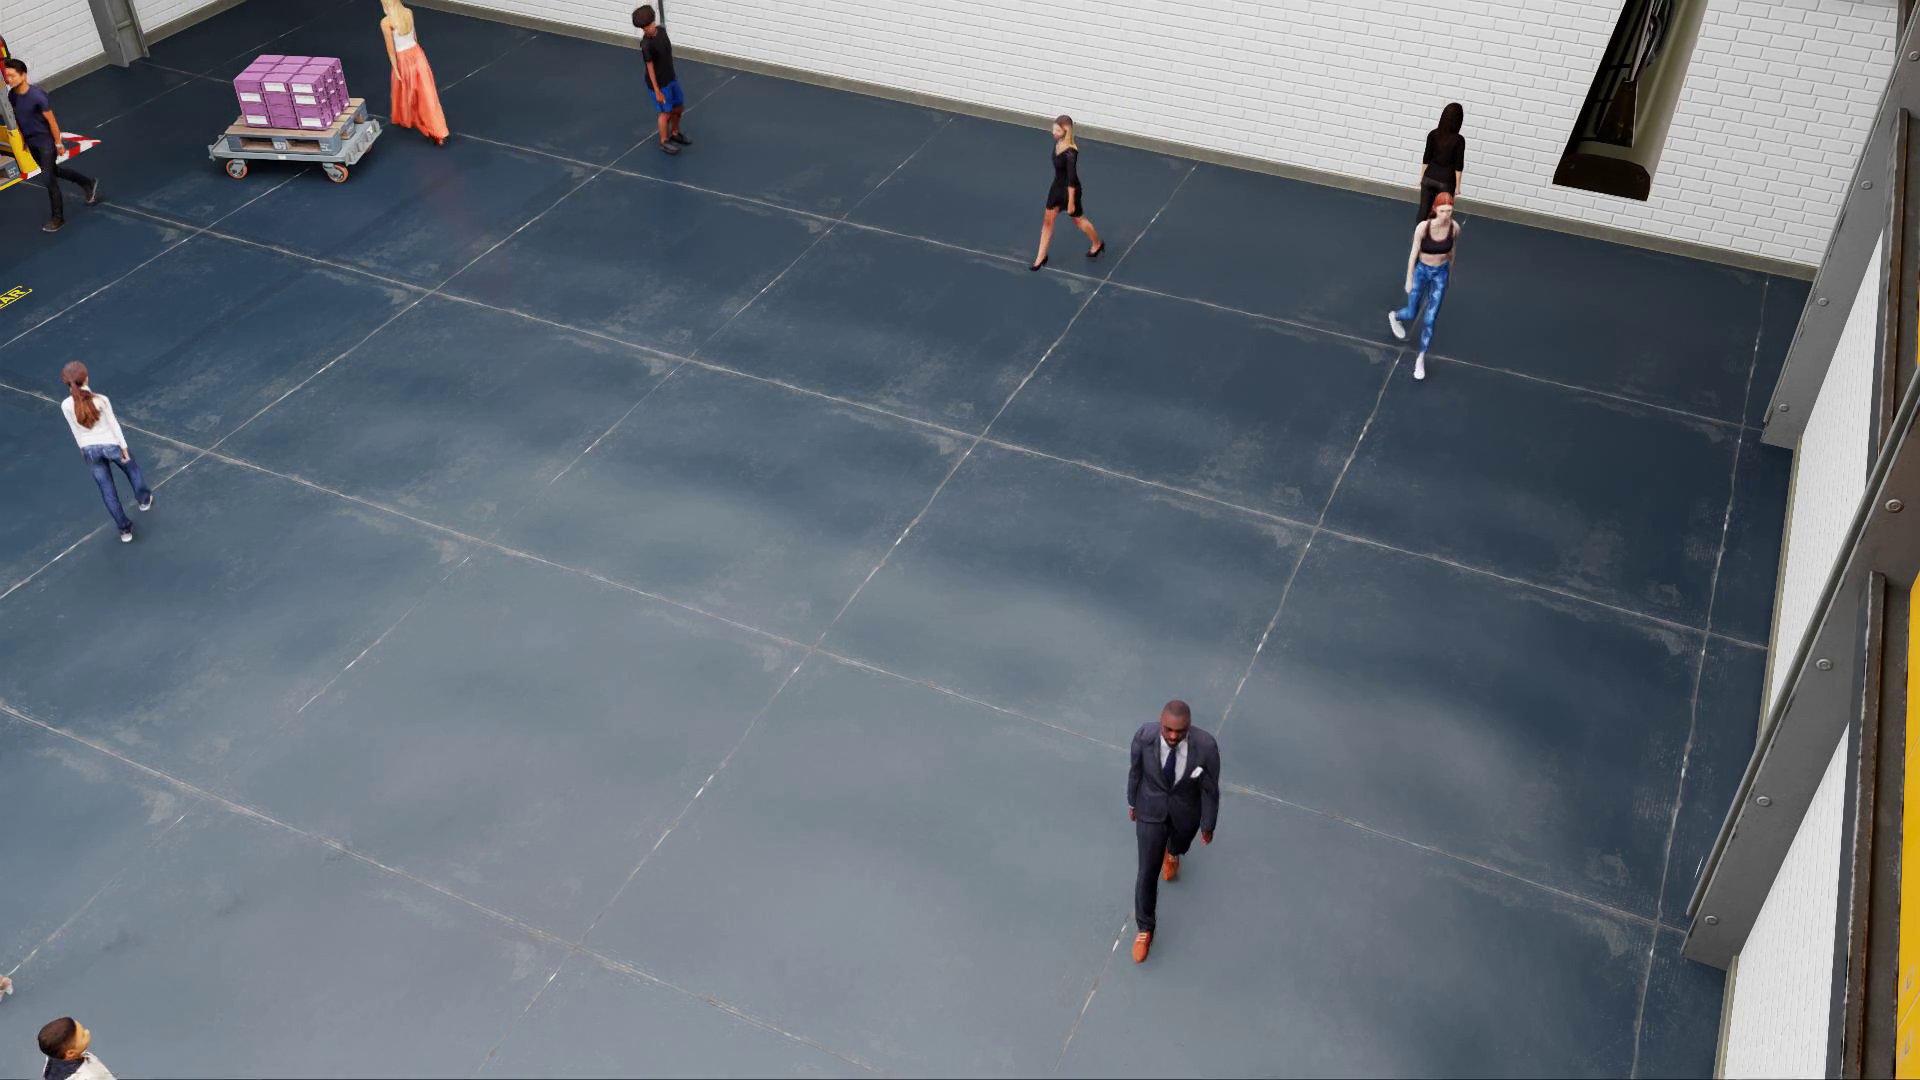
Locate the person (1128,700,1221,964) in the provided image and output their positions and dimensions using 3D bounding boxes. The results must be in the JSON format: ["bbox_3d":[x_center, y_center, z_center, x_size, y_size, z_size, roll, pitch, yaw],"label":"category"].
[{"bbox_3d":[1.262,1.575,9.942,0.902,1.803,1.257,6,39,7],"label":"person"}]

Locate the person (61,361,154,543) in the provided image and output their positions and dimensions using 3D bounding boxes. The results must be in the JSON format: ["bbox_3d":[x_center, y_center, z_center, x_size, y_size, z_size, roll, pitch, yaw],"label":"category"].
[{"bbox_3d":[-6.684,-0.653,12.944,0.843,1.538,0.896,-14,41,-17],"label":"person"}]

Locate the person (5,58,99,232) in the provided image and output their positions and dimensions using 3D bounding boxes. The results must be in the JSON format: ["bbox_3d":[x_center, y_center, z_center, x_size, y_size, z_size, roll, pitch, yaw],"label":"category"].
[{"bbox_3d":[-9.382,-4.118,17.099,0.635,1.768,1.061,15,41,18],"label":"person"}]

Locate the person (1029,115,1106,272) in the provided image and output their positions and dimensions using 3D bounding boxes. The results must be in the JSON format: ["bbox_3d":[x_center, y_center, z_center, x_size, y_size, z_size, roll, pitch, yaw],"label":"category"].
[{"bbox_3d":[1.125,-3.400,16.312,1.130,1.628,1.036,-12,40,-14],"label":"person"}]

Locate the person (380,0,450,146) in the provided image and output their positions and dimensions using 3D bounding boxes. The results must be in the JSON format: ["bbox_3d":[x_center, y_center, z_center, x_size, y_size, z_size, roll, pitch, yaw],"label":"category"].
[{"bbox_3d":[-6.060,-5.234,18.504,0.956,1.758,1.205,31,48,33],"label":"person"}]

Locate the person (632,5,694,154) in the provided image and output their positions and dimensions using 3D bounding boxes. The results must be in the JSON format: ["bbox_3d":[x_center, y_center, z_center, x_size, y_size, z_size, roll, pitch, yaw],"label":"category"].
[{"bbox_3d":[-3.302,-5.069,18.309,0.814,1.745,0.504,9,39,11],"label":"person"}]

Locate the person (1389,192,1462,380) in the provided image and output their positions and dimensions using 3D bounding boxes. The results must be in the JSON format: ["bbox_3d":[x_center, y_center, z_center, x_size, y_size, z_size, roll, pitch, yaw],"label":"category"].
[{"bbox_3d":[4.162,-2.350,14.886,0.842,1.766,1.081,0,39,0],"label":"person"}]

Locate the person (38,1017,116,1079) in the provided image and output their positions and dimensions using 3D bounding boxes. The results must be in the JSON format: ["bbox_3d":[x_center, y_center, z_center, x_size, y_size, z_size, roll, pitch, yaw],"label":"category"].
[{"bbox_3d":[-4.472,2.957,8.501,0.696,1.442,0.770,29,47,31],"label":"person"}]

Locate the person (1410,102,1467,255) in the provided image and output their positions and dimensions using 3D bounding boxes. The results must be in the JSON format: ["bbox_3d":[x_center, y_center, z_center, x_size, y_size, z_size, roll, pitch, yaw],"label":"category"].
[{"bbox_3d":[4.751,-3.553,16.492,0.609,1.642,0.540,22,44,25],"label":"person"}]
